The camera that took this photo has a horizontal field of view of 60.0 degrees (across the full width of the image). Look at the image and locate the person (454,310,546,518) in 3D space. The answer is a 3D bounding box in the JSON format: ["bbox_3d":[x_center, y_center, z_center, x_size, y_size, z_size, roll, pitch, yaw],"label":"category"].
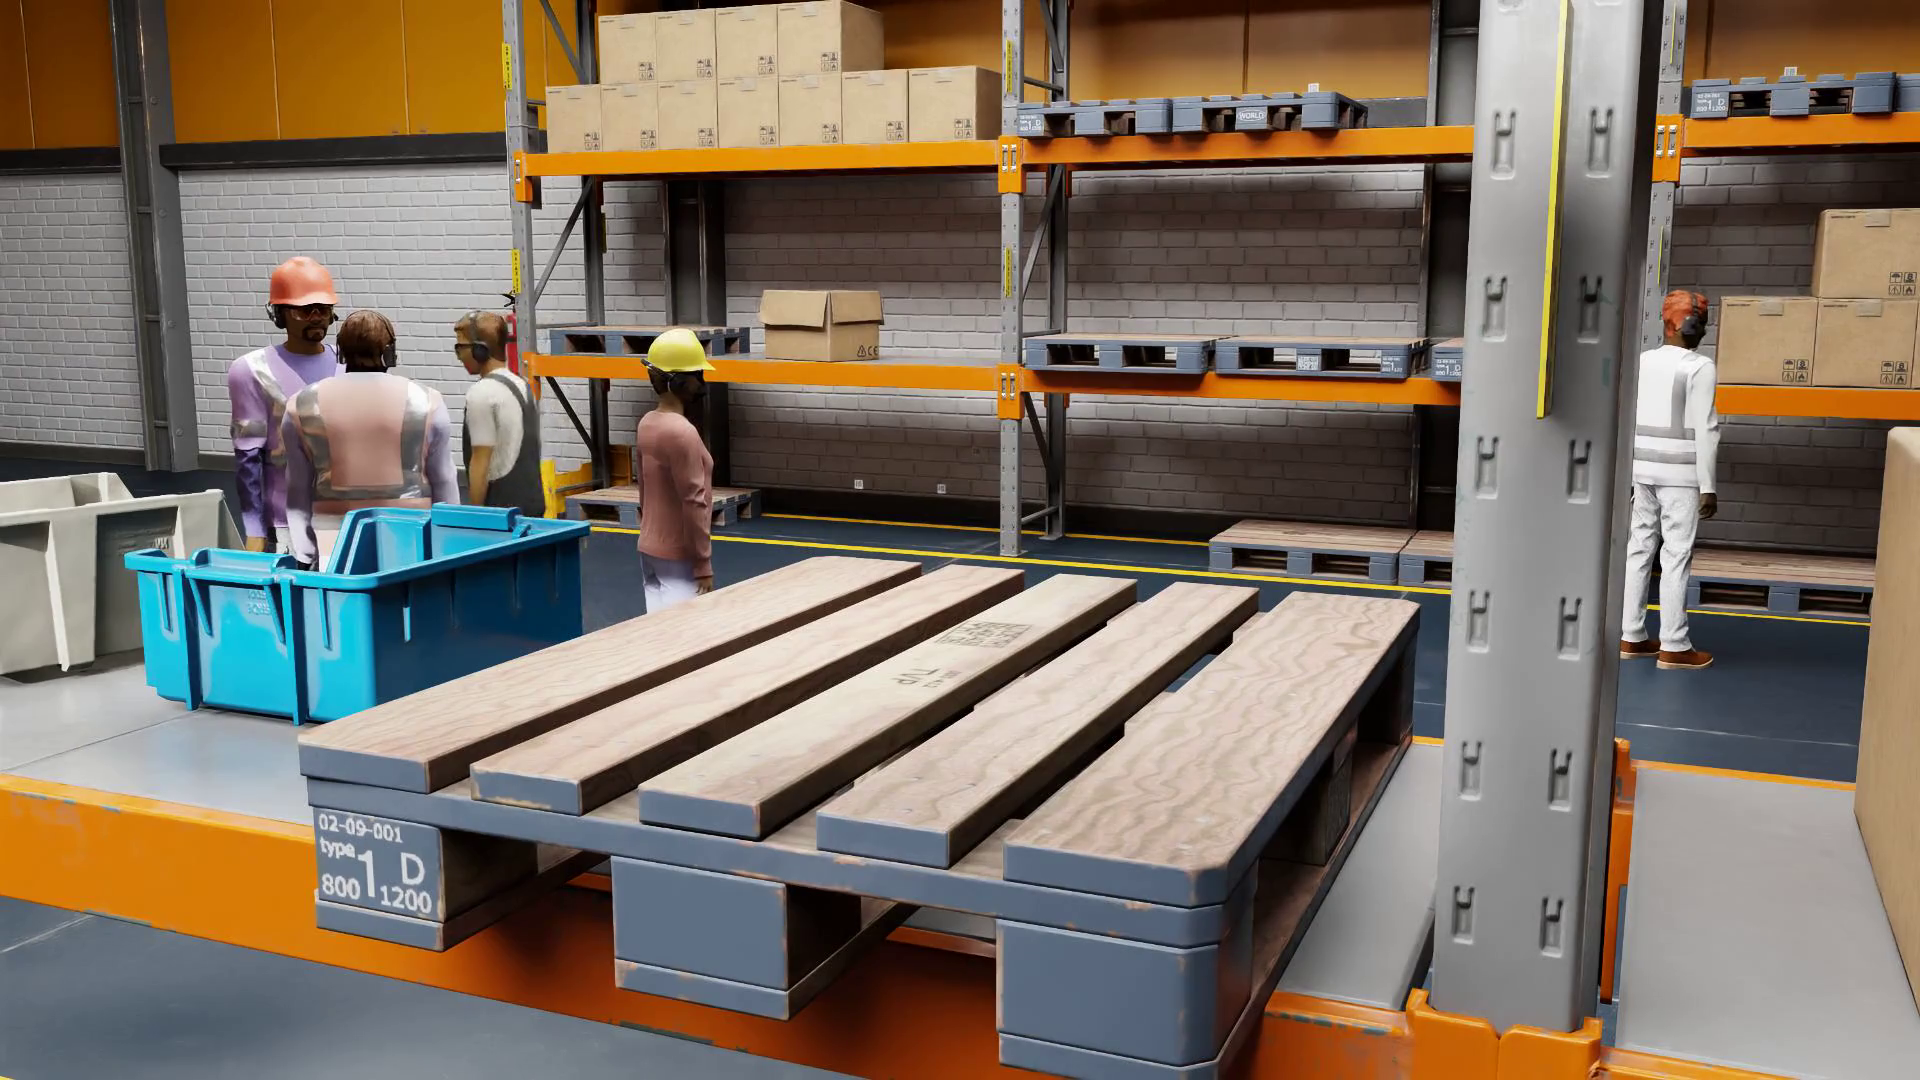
[{"bbox_3d":[-1.911,-0.090,7.286,0.692,1.819,0.559,1,10,7],"label":"person"}]

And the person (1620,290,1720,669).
[{"bbox_3d":[3.556,-0.300,8.331,0.354,1.886,0.573,-4,10,-22],"label":"person"}]

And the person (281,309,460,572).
[{"bbox_3d":[-2.272,0.030,6.489,0.636,1.842,0.429,-2,10,-14],"label":"person"}]

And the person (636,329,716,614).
[{"bbox_3d":[-1.090,0.068,6.493,0.311,1.768,0.522,-6,11,-31],"label":"person"}]

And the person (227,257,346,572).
[{"bbox_3d":[-2.592,-0.107,6.707,0.374,2.043,0.611,8,12,39],"label":"person"}]
